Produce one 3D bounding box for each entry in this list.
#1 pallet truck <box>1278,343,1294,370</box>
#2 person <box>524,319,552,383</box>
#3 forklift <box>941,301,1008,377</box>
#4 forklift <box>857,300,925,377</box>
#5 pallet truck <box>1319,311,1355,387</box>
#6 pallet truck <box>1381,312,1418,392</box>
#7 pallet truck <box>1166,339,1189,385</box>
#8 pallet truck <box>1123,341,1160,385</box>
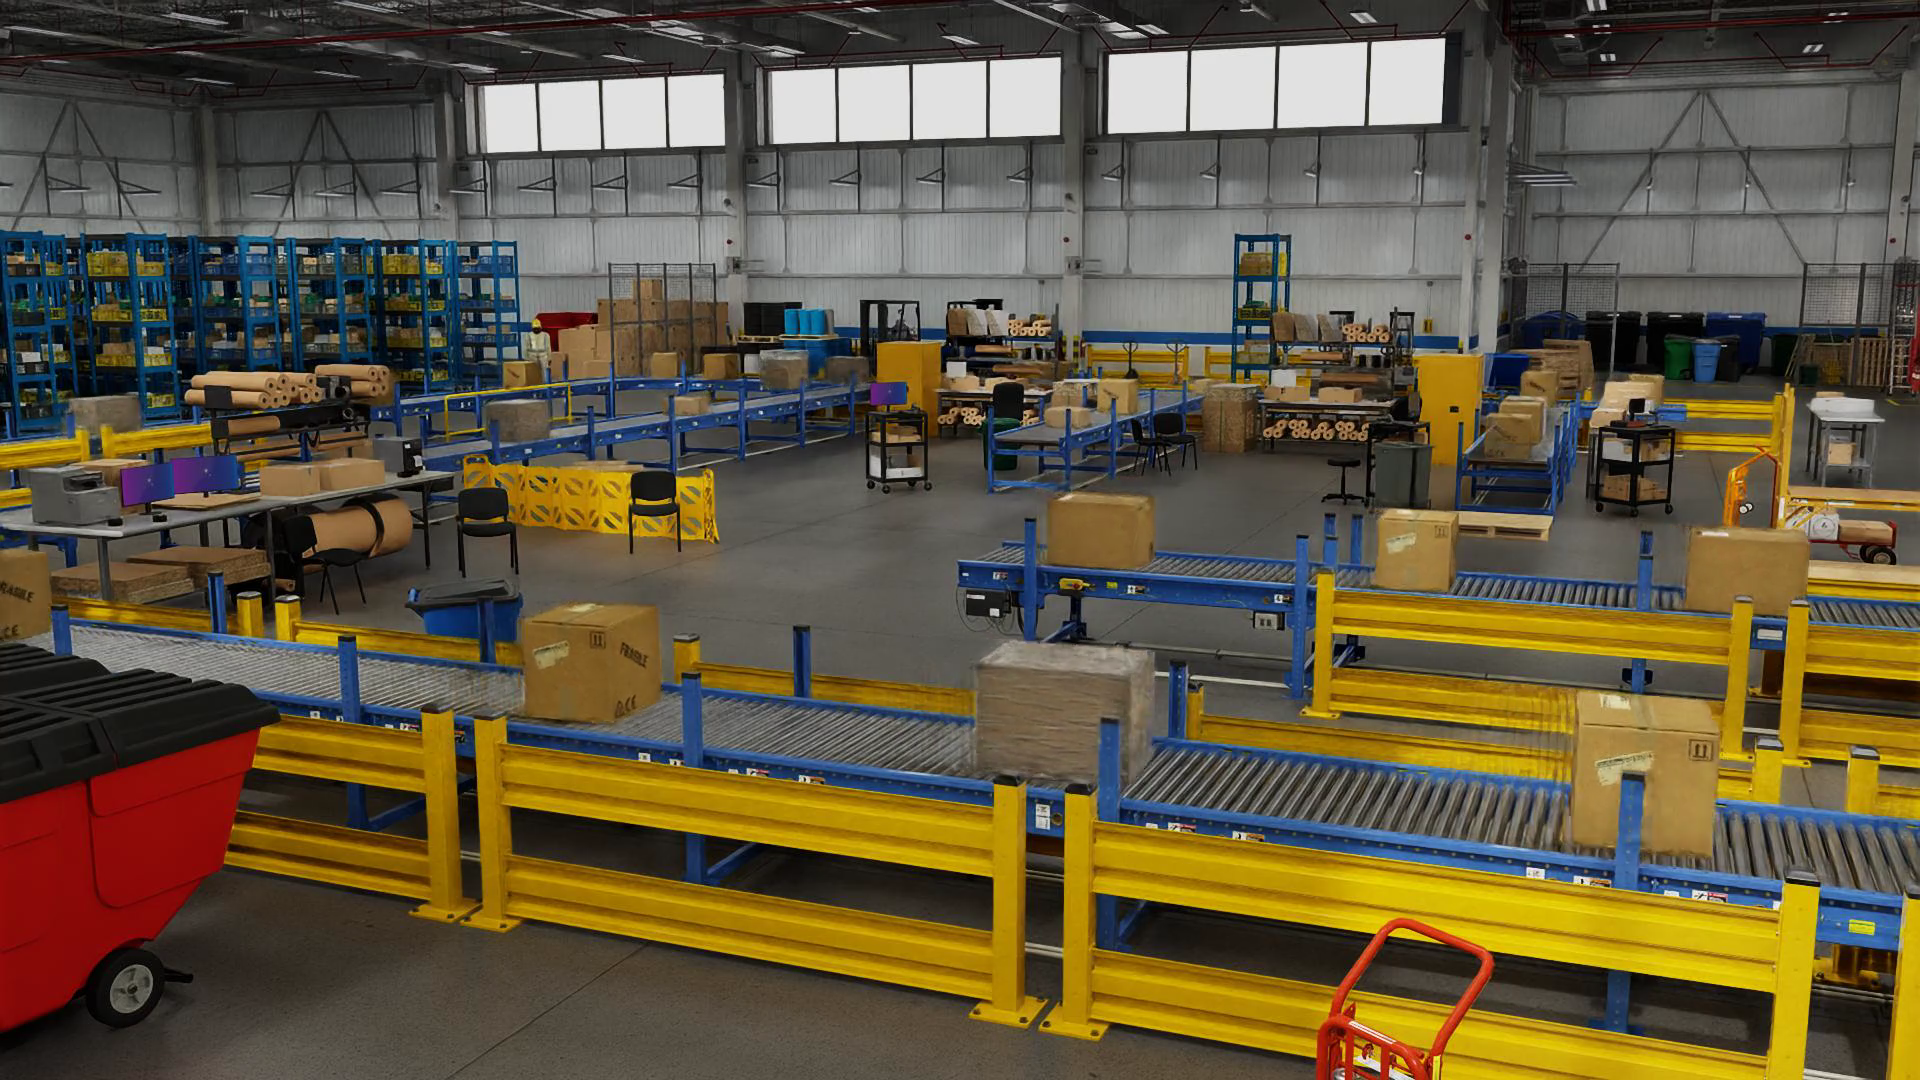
[{"bbox_3d":[7.886,-4.163,39.743,0.653,1.274,1.630,4,10,22],"label":"pallet truck"},{"bbox_3d":[-9.735,-4.184,38.361,0.622,1.794,0.891,-2,10,-15],"label":"person"},{"bbox_3d":[0.365,-4.966,41.571,1.157,1.987,2.680,3,10,20],"label":"forklift"},{"bbox_3d":[-1.732,-5.109,42.468,1.157,1.987,2.680,4,10,22],"label":"forklift"},{"bbox_3d":[9.071,-4.419,39.190,0.823,1.965,1.885,5,10,26],"label":"pallet truck"},{"bbox_3d":[10.207,-4.283,38.369,0.823,1.965,1.885,3,10,20],"label":"pallet truck"},{"bbox_3d":[5.418,-4.269,40.420,0.704,1.261,1.522,3,10,20],"label":"pallet truck"},{"bbox_3d":[4.445,-4.380,41.279,0.680,1.201,1.601,4,10,22],"label":"pallet truck"}]
